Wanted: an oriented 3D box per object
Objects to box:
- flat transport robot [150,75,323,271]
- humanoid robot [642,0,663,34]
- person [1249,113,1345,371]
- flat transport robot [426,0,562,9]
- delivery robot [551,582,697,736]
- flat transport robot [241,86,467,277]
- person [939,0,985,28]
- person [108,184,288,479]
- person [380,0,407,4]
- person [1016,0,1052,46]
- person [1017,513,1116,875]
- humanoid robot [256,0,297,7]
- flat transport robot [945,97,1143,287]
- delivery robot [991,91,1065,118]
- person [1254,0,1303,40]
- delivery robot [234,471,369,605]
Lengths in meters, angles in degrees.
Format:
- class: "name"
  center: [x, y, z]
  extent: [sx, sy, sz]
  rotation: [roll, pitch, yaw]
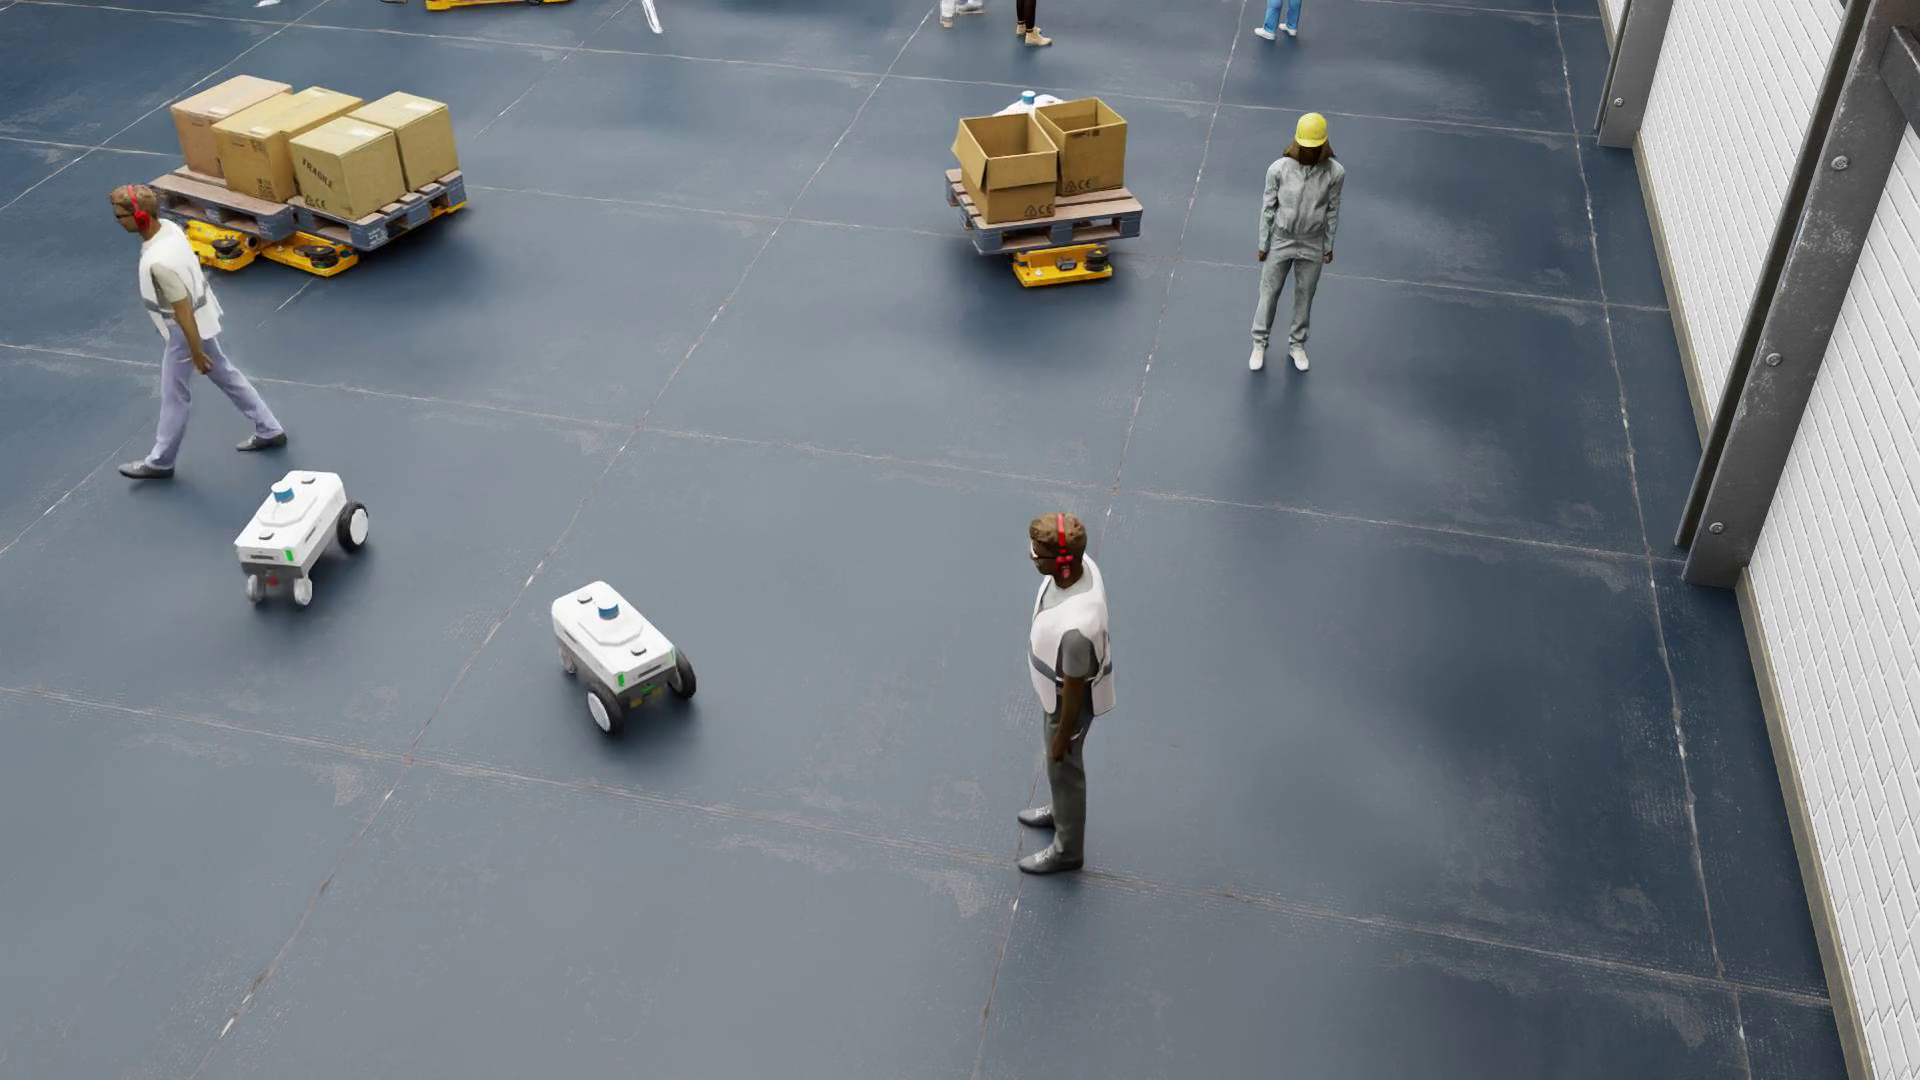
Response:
- class: "flat transport robot"
  center: [-5.194, -2.454, 12.503]
  extent: [0.659, 0.231, 1.431]
  rotation: [16, 40, 21]
- class: "humanoid robot"
  center: [-3.028, -5.791, 15.760]
  extent: [0.543, 1.760, 0.971]
  rotation: [-14, 39, -18]
- class: "person"
  center: [2.123, -1.858, 10.472]
  extent: [0.491, 1.742, 0.317]
  rotation: [1, 37, 1]
- class: "flat transport robot"
  center: [-4.591, -5.545, 16.638]
  extent: [1.431, 0.231, 0.659]
  rotation: [-7, 37, -9]
- class: "delivery robot"
  center: [-1.693, 0.562, 8.243]
  extent: [0.499, 0.614, 0.790]
  rotation: [-27, 44, -31]
- class: "flat transport robot"
  center: [-4.433, -2.390, 12.417]
  extent: [0.659, 0.231, 1.431]
  rotation: [19, 41, 24]
- class: "person"
  center: [0.060, -5.838, 15.717]
  extent: [0.636, 1.843, 0.402]
  rotation: [-26, 44, -30]
- class: "person"
  center: [-4.521, -1.200, 9.555]
  extent: [0.943, 1.795, 0.574]
  rotation: [-10, 38, -13]
- class: "person"
  center: [-5.564, -6.193, 16.172]
  extent: [0.417, 1.870, 0.535]
  rotation: [18, 40, 22]
- class: "person"
  center: [0.677, -5.422, 15.279]
  extent: [0.322, 1.697, 0.531]
  rotation: [-8, 37, -10]
- class: "person"
  center: [0.453, 0.652, 7.042]
  extent: [0.404, 1.834, 0.566]
  rotation: [0, 37, -1]
- class: "humanoid robot"
  center: [-6.821, -6.053, 16.178]
  extent: [0.799, 1.875, 0.540]
  rotation: [-28, 45, -32]
- class: "flat transport robot"
  center: [0.585, -2.295, 12.290]
  extent: [0.659, 0.231, 1.431]
  rotation: [-9, 38, -12]
- class: "delivery robot"
  center: [0.558, -3.327, 13.425]
  extent: [0.773, 0.586, 0.499]
  rotation: [-30, 46, -34]
- class: "person"
  center: [3.025, -5.517, 15.390]
  extent: [0.485, 1.720, 0.378]
  rotation: [-20, 41, -24]
- class: "delivery robot"
  center: [-3.616, -0.060, 9.053]
  extent: [0.499, 0.586, 0.773]
  rotation: [4, 37, 5]
